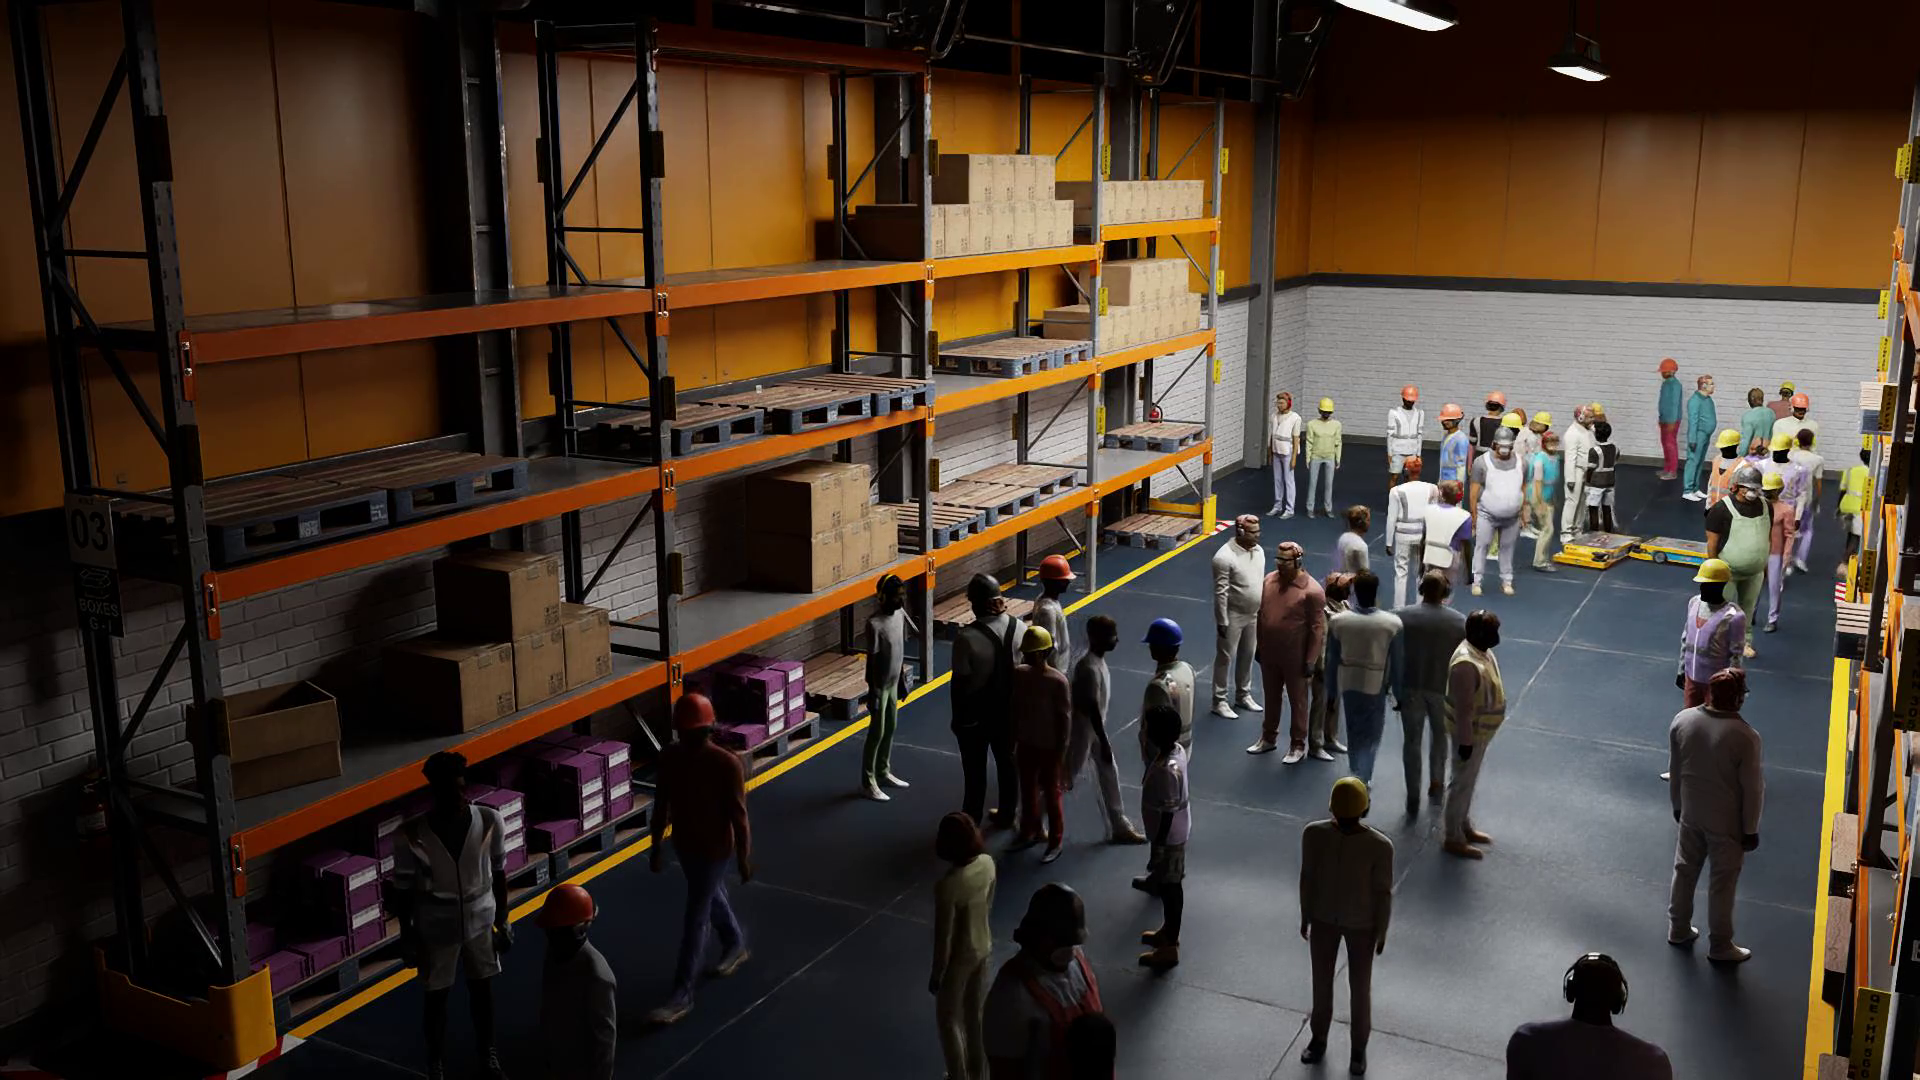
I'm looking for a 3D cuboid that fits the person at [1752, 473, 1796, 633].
[{"bbox_3d":[8.795,0.132,18.146,0.330,1.765,0.533,-8,15,-33],"label":"person"}]

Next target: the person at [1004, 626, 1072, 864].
[{"bbox_3d":[0.560,1.479,12.107,0.535,1.767,0.316,11,16,40],"label":"person"}]

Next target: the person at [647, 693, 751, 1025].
[{"bbox_3d":[-1.592,1.849,10.063,0.640,1.942,1.011,8,15,31],"label":"person"}]

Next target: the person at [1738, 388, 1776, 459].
[{"bbox_3d":[11.329,-1.209,23.765,0.627,1.934,0.371,-7,14,-28],"label":"person"}]

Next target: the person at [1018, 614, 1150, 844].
[{"bbox_3d":[0.900,1.420,12.352,0.974,1.802,0.535,3,13,11],"label":"person"}]

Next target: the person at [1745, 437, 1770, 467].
[{"bbox_3d":[10.143,-0.511,21.329,0.313,1.631,0.525,1,13,6],"label":"person"}]

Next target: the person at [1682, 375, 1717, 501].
[{"bbox_3d":[11.309,-1.562,25.393,0.410,1.913,0.651,11,17,40],"label":"person"}]

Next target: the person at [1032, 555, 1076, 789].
[{"bbox_3d":[0.759,1.066,13.572,0.359,1.938,0.545,0,13,-1],"label":"person"}]

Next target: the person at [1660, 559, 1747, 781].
[{"bbox_3d":[6.046,1.091,13.477,0.369,1.928,0.585,-5,13,-20],"label":"person"}]

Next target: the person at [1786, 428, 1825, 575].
[{"bbox_3d":[10.452,-0.480,20.718,0.502,1.844,0.471,9,15,34],"label":"person"}]

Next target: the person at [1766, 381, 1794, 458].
[{"bbox_3d":[12.787,-1.596,25.906,0.534,1.757,0.337,6,14,25],"label":"person"}]

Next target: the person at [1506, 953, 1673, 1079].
[{"bbox_3d":[2.511,2.588,6.751,0.631,1.938,0.362,4,13,19],"label":"person"}]

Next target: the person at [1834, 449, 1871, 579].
[{"bbox_3d":[11.059,-0.348,20.548,0.720,1.658,0.541,-8,15,-32],"label":"person"}]

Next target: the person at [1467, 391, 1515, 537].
[{"bbox_3d":[7.239,-1.015,22.696,0.614,2.028,0.409,7,14,27],"label":"person"}]

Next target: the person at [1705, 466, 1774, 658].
[{"bbox_3d":[8.030,0.224,17.104,0.684,2.000,0.538,-1,13,-6],"label":"person"}]

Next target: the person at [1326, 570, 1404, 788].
[{"bbox_3d":[3.167,1.190,13.129,0.613,1.885,0.859,6,14,26],"label":"person"}]

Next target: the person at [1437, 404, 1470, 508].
[{"bbox_3d":[6.318,-0.750,21.491,0.409,2.035,0.610,-1,13,-6],"label":"person"}]

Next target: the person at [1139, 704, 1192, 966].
[{"bbox_3d":[1.304,1.861,10.562,0.320,1.692,0.531,3,13,12],"label":"person"}]

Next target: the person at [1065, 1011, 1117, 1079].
[{"bbox_3d":[0.392,2.722,6.286,0.669,1.889,0.644,-10,16,-39],"label":"person"}]

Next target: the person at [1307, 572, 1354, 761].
[{"bbox_3d":[3.183,1.070,14.249,0.313,1.634,0.514,11,17,40],"label":"person"}]

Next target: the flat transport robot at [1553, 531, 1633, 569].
[{"bbox_3d":[8.308,0.111,21.610,0.652,0.197,1.431,11,16,40],"label":"flat transport robot"}]

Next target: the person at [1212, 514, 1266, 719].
[{"bbox_3d":[2.598,0.693,15.336,0.649,1.900,0.401,-10,16,-37],"label":"person"}]

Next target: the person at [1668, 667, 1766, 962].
[{"bbox_3d":[4.835,1.739,10.625,0.410,1.909,0.642,-7,15,-30],"label":"person"}]

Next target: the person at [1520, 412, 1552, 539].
[{"bbox_3d":[7.915,-0.899,22.826,0.305,1.736,0.484,8,15,31],"label":"person"}]

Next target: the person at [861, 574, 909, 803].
[{"bbox_3d":[-0.598,1.168,13.318,0.373,1.856,0.526,6,14,25],"label":"person"}]

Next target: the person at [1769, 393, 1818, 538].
[{"bbox_3d":[11.397,-1.018,22.772,0.608,1.995,0.377,1,13,3],"label":"person"}]

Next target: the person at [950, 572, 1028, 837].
[{"bbox_3d":[0.187,1.227,12.615,0.681,2.000,0.535,-8,15,-33],"label":"person"}]

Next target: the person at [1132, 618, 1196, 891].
[{"bbox_3d":[1.428,1.493,11.632,0.394,1.945,0.618,6,14,27],"label":"person"}]

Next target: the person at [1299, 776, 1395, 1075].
[{"bbox_3d":[2.128,2.130,9.239,0.518,1.752,0.373,7,14,28],"label":"person"}]

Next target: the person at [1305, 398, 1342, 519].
[{"bbox_3d":[5.241,-1.175,24.002,0.525,1.762,0.339,0,13,0],"label":"person"}]

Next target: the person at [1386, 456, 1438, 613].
[{"bbox_3d":[5.011,-0.003,18.493,0.579,1.880,0.360,-2,13,-8],"label":"person"}]

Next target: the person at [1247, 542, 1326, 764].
[{"bbox_3d":[2.765,0.948,14.166,0.407,1.910,0.640,-11,17,-41],"label":"person"}]

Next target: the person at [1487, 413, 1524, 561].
[{"bbox_3d":[7.019,-0.685,21.455,0.398,1.919,0.586,3,13,14],"label":"person"}]

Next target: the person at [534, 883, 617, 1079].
[{"bbox_3d":[-1.815,2.438,7.831,0.321,1.755,0.567,-11,16,-39],"label":"person"}]

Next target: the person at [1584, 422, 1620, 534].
[{"bbox_3d":[8.551,-0.736,22.198,0.534,1.691,0.320,-7,14,-28],"label":"person"}]

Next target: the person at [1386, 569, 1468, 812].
[{"bbox_3d":[3.710,1.145,13.269,0.650,1.904,0.880,4,13,16],"label":"person"}]

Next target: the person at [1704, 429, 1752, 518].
[{"bbox_3d":[9.267,-0.393,20.150,0.382,1.917,0.585,-5,14,-22],"label":"person"}]

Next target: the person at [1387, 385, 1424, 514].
[{"bbox_3d":[6.458,-1.291,24.131,0.544,1.935,0.361,-2,13,-8],"label":"person"}]

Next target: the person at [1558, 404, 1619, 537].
[{"bbox_3d":[8.598,-0.930,22.670,0.678,1.866,0.605,8,15,31],"label":"person"}]

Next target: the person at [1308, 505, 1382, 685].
[{"bbox_3d":[3.853,0.549,16.225,0.986,1.795,0.516,-1,13,-4],"label":"person"}]

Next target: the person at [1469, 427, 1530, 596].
[{"bbox_3d":[6.386,-0.345,19.653,0.699,2.000,0.535,0,13,0],"label":"person"}]

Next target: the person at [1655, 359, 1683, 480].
[{"bbox_3d":[11.511,-1.972,27.095,0.456,1.976,0.659,0,13,-1],"label":"person"}]

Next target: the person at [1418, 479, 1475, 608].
[{"bbox_3d":[5.071,0.270,17.373,0.457,1.827,0.577,-9,15,-34],"label":"person"}]

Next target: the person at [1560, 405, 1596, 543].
[{"bbox_3d":[8.338,-0.877,22.380,0.400,1.895,0.654,11,17,41],"label":"person"}]

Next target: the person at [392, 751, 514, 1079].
[{"bbox_3d":[-2.724,2.077,8.985,0.612,1.961,0.361,-7,14,-29],"label":"person"}]

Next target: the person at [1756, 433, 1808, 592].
[{"bbox_3d":[9.749,-0.331,19.865,0.589,1.919,0.391,10,16,39],"label":"person"}]

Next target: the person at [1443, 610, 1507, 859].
[{"bbox_3d":[3.789,1.405,12.269,0.429,1.841,0.633,6,14,25],"label":"person"}]

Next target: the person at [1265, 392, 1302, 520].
[{"bbox_3d":[4.698,-1.225,24.049,0.392,1.838,0.561,-7,15,-30],"label":"person"}]

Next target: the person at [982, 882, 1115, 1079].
[{"bbox_3d":[0.411,2.433,7.217,0.536,2.000,0.681,7,15,30],"label":"person"}]

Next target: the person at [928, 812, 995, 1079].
[{"bbox_3d":[0.001,2.255,8.992,0.338,1.614,0.515,10,16,37],"label":"person"}]

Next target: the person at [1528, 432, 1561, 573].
[{"bbox_3d":[7.288,-0.472,20.776,0.448,1.809,0.583,10,16,38],"label":"person"}]

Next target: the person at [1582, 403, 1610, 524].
[{"bbox_3d":[9.005,-1.086,23.672,0.330,1.735,0.490,-6,14,-26],"label":"person"}]
